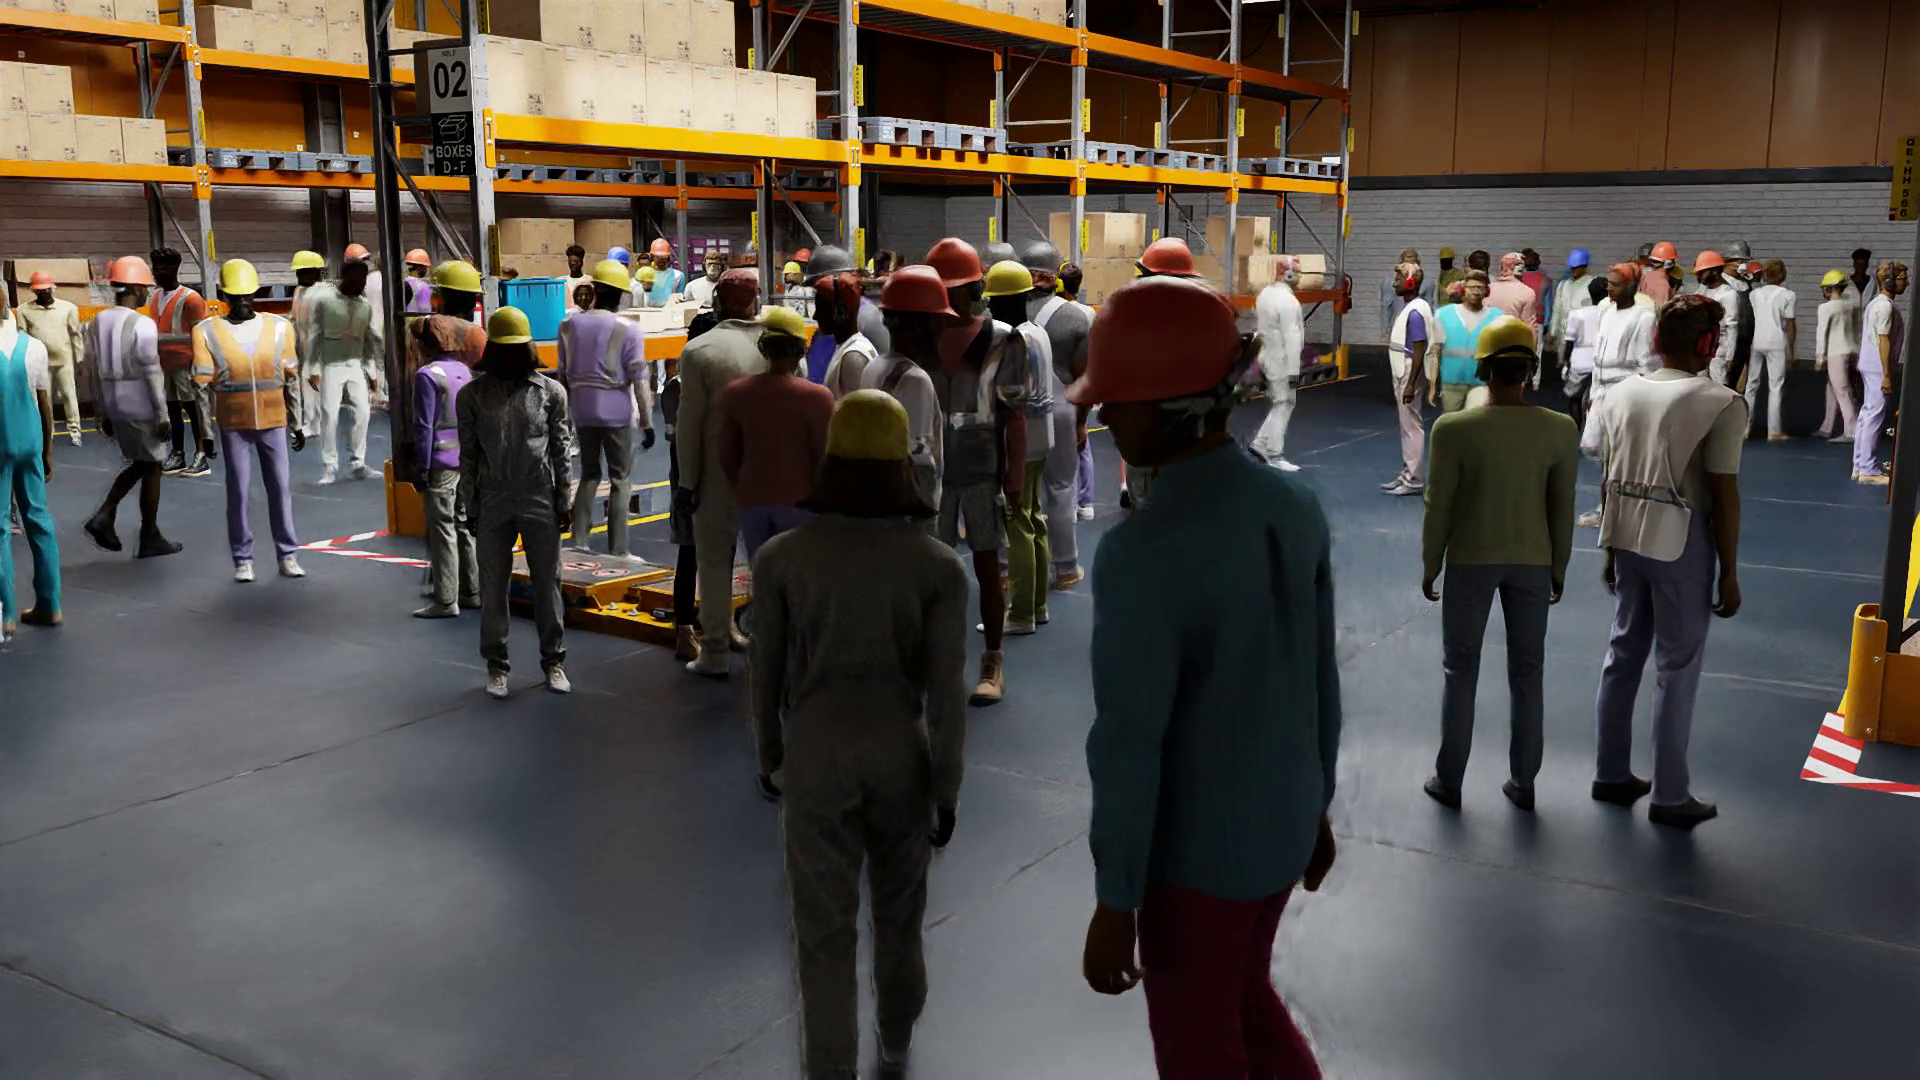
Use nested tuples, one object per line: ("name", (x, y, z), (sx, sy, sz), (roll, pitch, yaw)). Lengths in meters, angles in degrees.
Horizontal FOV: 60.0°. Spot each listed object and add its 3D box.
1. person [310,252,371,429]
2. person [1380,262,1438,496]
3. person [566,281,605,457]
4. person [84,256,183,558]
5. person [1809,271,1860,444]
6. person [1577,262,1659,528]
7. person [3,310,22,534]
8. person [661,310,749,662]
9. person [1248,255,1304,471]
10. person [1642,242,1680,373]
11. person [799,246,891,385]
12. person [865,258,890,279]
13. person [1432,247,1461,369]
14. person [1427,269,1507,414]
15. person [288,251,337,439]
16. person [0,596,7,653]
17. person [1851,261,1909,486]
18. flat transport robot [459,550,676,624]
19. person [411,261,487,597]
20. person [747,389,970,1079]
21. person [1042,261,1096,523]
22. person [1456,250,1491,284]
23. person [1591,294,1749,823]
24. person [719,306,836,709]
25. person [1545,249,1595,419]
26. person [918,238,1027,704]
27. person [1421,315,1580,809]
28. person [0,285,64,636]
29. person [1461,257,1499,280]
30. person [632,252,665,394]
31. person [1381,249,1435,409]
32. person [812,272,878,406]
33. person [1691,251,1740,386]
("person", (-6.776, -2.144, 17.895), (0.719, 1.905, 0.593), (-7, 12, -34))
("person", (3.580, -1.266, 13.185), (0.390, 1.846, 0.564), (2, 10, 11))
("person", (-3.518, -1.604, 15.630), (0.522, 1.638, 0.310), (-5, 12, -27))
("person", (-5.248, -0.826, 10.530), (0.562, 1.918, 0.482), (5, 12, 28))
("person", (8.843, -1.827, 16.688), (0.528, 1.711, 0.635), (-6, 12, -29))
("person", (4.656, -1.012, 11.701), (0.519, 1.872, 0.595), (-2, 11, -13))
("person", (-6.716, -0.981, 11.321), (0.602, 1.956, 0.378), (-5, 11, -24))
("person", (-1.208, -0.256, 8.025), (0.319, 1.694, 0.533), (7, 12, 35))
("person", (2.829, -1.535, 14.549), (0.429, 1.890, 0.676), (-2, 10, -10))
("person", (7.258, -2.087, 17.312), (0.369, 1.996, 0.622), (1, 10, 8))
("person", (-0.567, -0.670, 9.343), (0.700, 2.000, 0.728), (-5, 11, -26))
("person", (-1.048, -2.586, 20.576), (0.404, 1.824, 0.590), (4, 11, 19))
("person", (7.539, -3.613, 25.988), (0.638, 1.907, 0.599), (-2, 10, -10))
("person", (3.976, -1.225, 13.057), (0.572, 1.806, 0.913), (3, 11, 17))
("person", (-6.733, -1.987, 17.024), (0.601, 1.905, 0.707), (9, 14, 42))
("person", (-4.930, -0.256, 7.968), (0.560, 1.720, 0.537), (9, 14, 42))
("person", (7.653, -1.378, 13.810), (0.345, 1.846, 0.508), (3, 11, 18))
("flat transport robot", (-2.177, 0.228, 9.271), (1.431, 0.197, 0.652), (9, 13, 39))
("person", (-2.791, -0.646, 9.603), (0.603, 1.891, 0.853), (8, 13, 39))
("person", (-0.226, 0.515, 3.733), (0.495, 1.698, 0.890), (-1, 10, -5))
("person", (0.774, -1.053, 11.943), (0.317, 1.870, 0.523), (9, 14, 42))
("person", (5.326, -2.050, 17.327), (0.597, 1.916, 0.371), (-4, 11, -22))
("person", (2.458, 0.067, 5.823), (0.392, 1.838, 0.561), (-5, 11, -24))
("person", (-0.802, -0.137, 7.275), (0.547, 1.723, 0.558), (3, 11, 15))
("person", (6.878, -2.295, 18.668), (0.614, 1.926, 0.600), (-5, 12, -28))
("person", (-0.015, -0.290, 7.275), (0.611, 2.032, 0.411), (3, 11, 17))
("person", (1.907, 0.087, 5.931), (0.525, 1.760, 0.340), (1, 10, 5))
("person", (-4.916, -0.428, 8.567), (0.342, 1.840, 0.503), (6, 12, 31))
("person", (6.992, -2.963, 22.551), (0.598, 1.852, 0.782), (-1, 10, -5))
("person", (-4.107, -2.850, 21.933), (0.501, 1.860, 0.310), (0, 10, 0))
("person", (5.278, -2.462, 19.645), (0.624, 1.902, 0.875), (2, 10, 12))
("person", (-0.515, -0.285, 7.675), (0.370, 1.879, 0.585), (-1, 10, -6))
("person", (7.310, -1.831, 16.152), (0.490, 1.921, 0.593), (-2, 10, -10))
